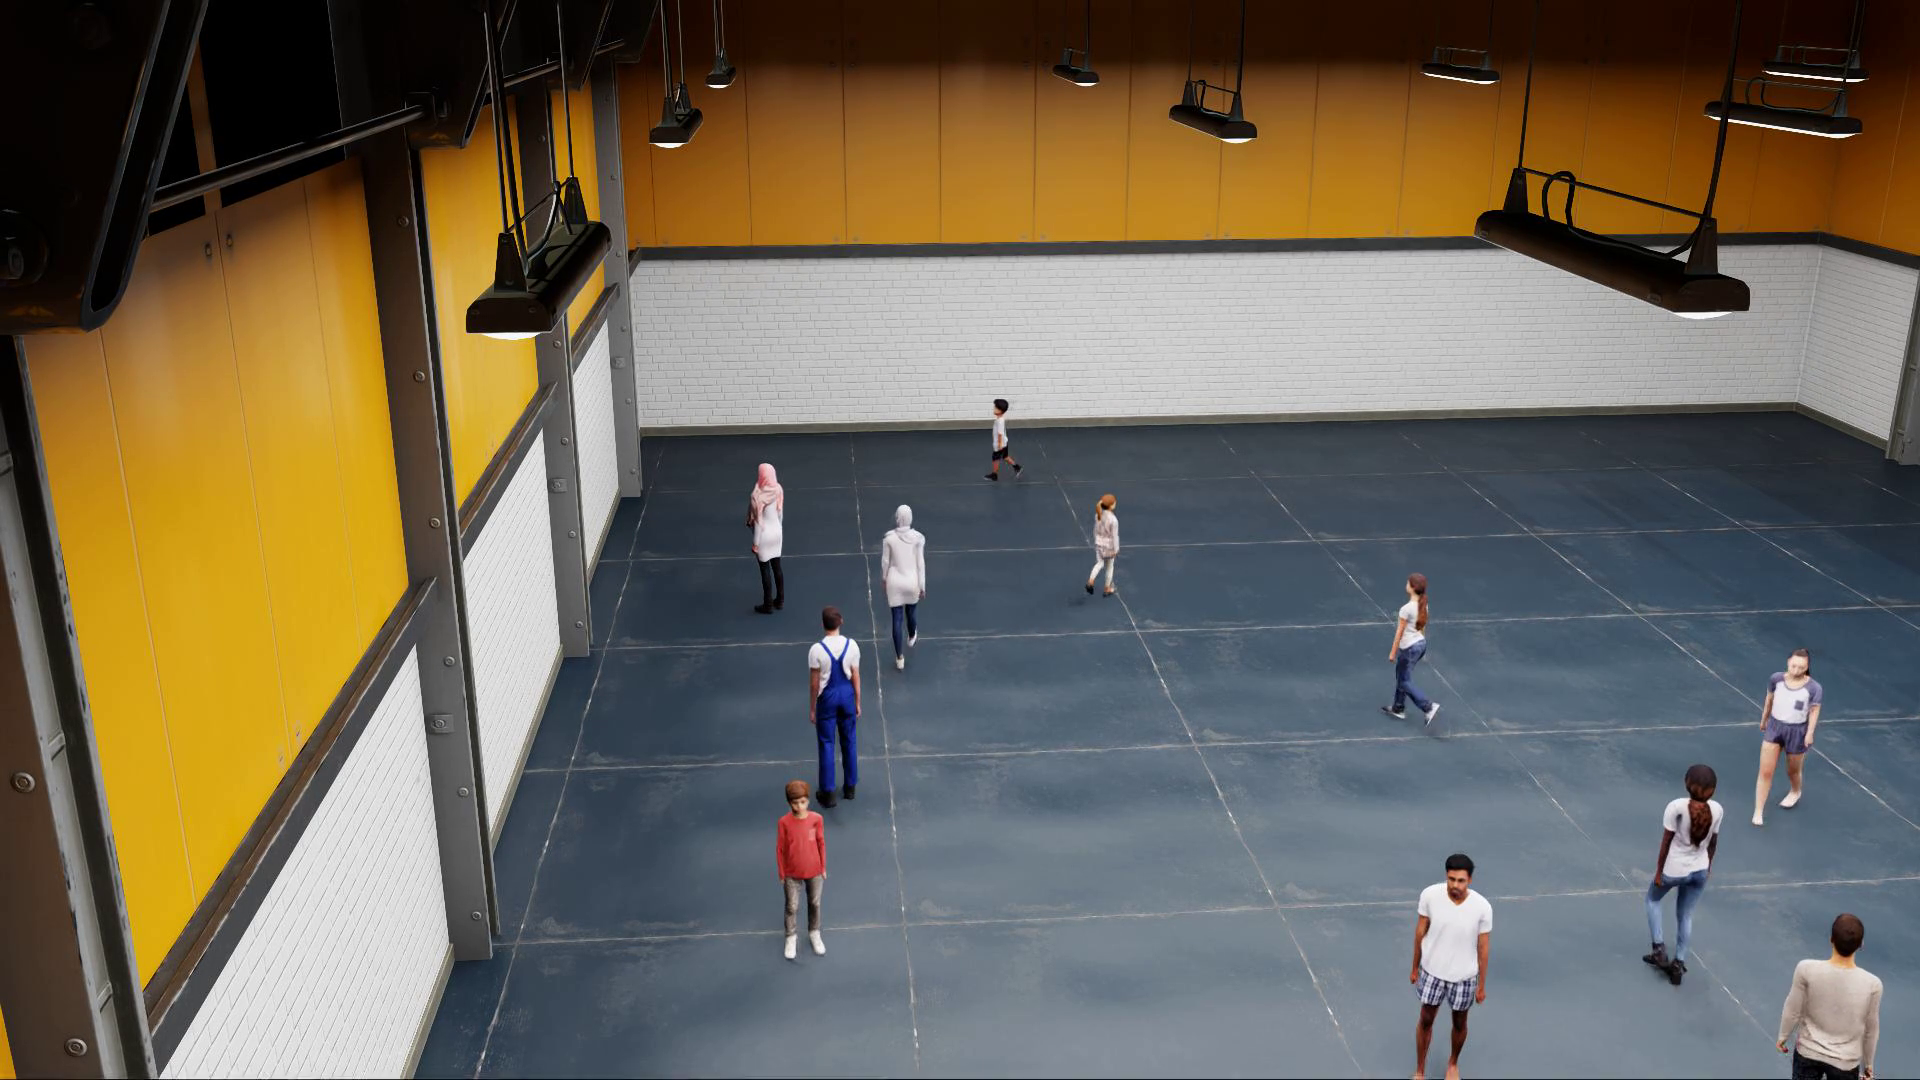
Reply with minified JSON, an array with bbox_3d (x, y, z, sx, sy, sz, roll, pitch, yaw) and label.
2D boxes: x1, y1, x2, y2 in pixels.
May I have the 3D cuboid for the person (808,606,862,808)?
[{"bbox_3d":[-1.115,1.470,14.849,0.704,1.848,0.723,-6,20,-18],"label":"person"}]

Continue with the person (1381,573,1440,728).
[{"bbox_3d":[4.496,1.099,16.426,0.856,1.545,0.982,-15,24,-37],"label":"person"}]

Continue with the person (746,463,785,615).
[{"bbox_3d":[-2.231,-0.028,19.368,0.794,1.803,0.735,15,24,38],"label":"person"}]

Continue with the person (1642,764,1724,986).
[{"bbox_3d":[5.306,2.461,12.120,0.618,1.711,0.620,-1,19,-2],"label":"person"}]

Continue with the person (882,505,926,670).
[{"bbox_3d":[-0.622,0.529,17.823,0.687,1.733,1.111,0,19,0],"label":"person"}]

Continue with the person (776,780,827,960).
[{"bbox_3d":[-1.193,2.470,12.557,0.546,1.416,0.516,-4,19,-13],"label":"person"}]

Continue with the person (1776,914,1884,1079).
[{"bbox_3d":[5.175,3.117,9.939,0.782,1.860,0.792,10,21,27],"label":"person"}]

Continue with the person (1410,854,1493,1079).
[{"bbox_3d":[3.248,2.829,11.002,0.776,1.728,0.810,8,20,22],"label":"person"}]

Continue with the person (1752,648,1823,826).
[{"bbox_3d":[7.279,1.684,14.587,1.047,1.610,1.103,18,25,42],"label":"person"}]

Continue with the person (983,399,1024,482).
[{"bbox_3d":[0.653,-1.471,24.522,0.686,1.248,0.793,3,19,10],"label":"person"}]

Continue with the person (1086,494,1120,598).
[{"bbox_3d":[1.686,0.086,19.825,0.802,1.295,0.757,-17,25,-41],"label":"person"}]
